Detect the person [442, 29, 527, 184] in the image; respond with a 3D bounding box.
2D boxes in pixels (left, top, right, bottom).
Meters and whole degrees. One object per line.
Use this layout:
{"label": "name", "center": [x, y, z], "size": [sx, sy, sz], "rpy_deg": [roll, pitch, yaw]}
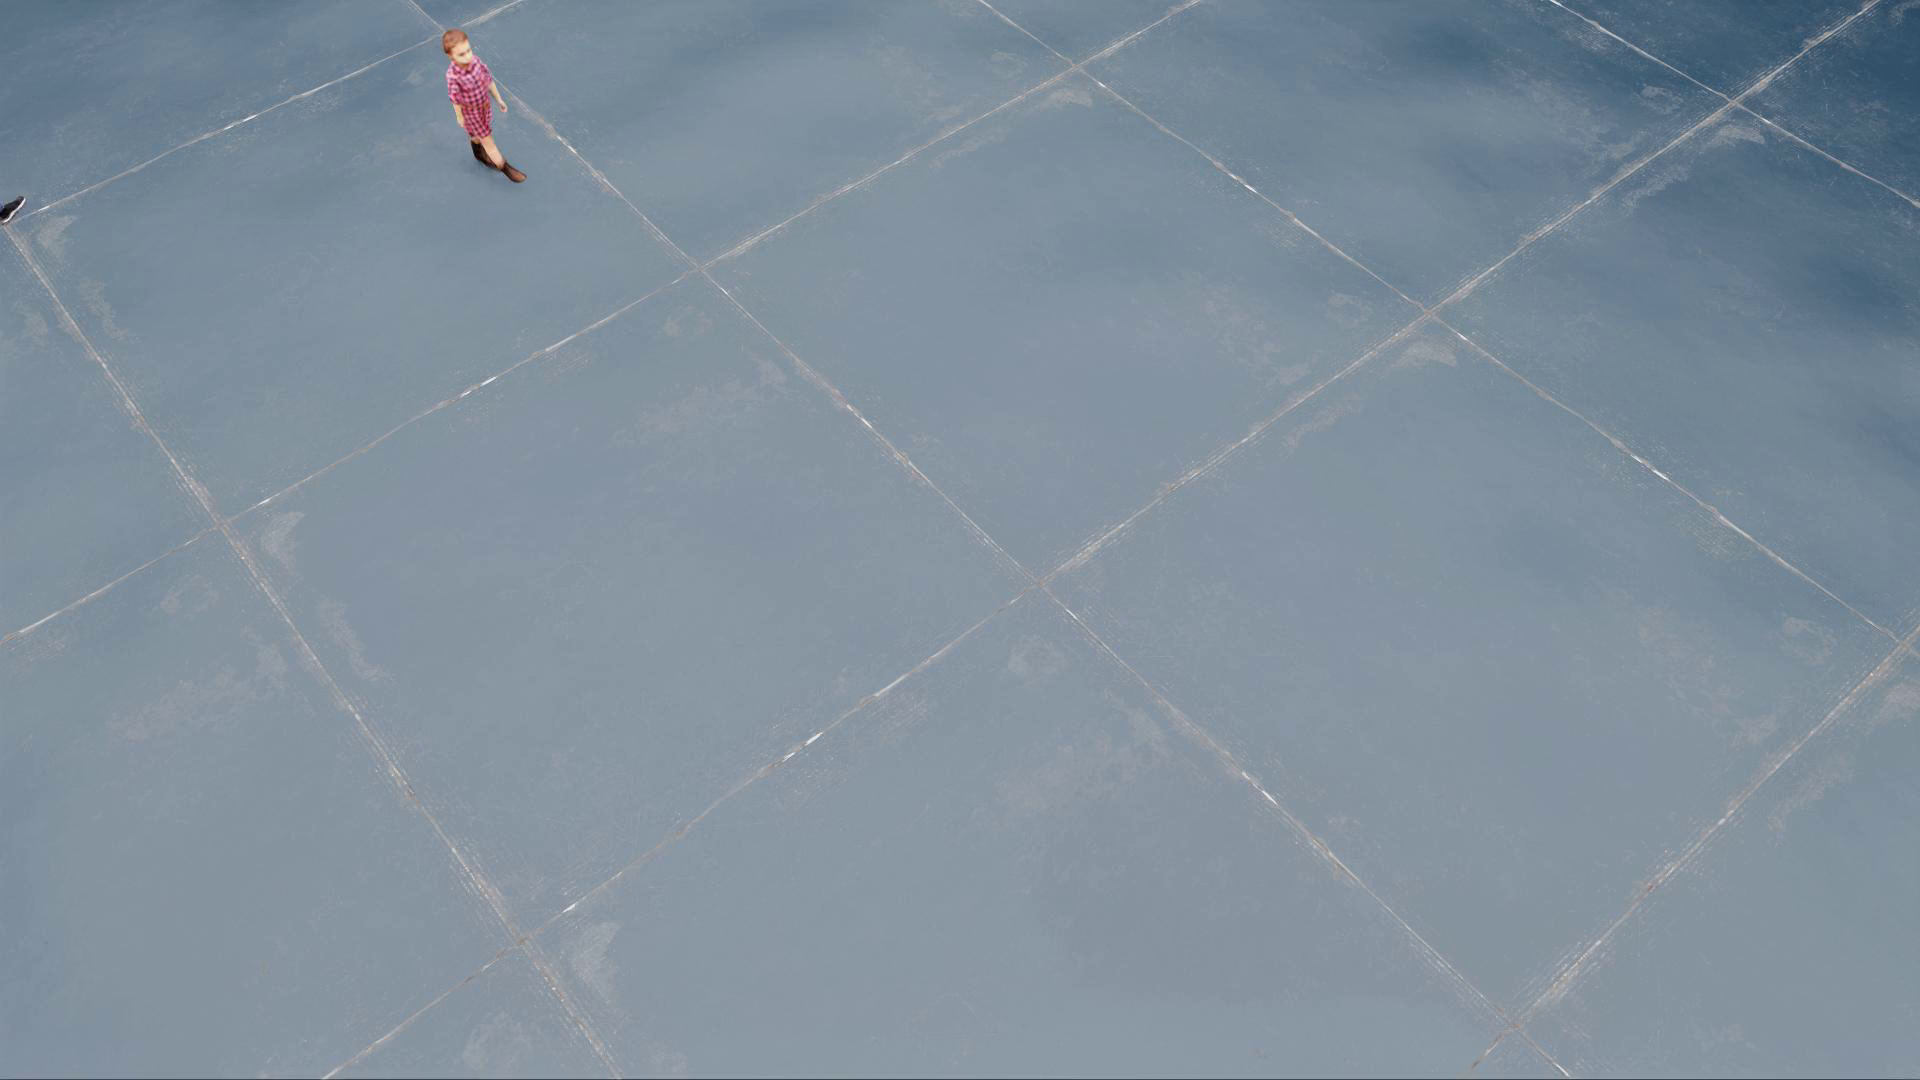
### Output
{"label": "person", "center": [-2.925, -2.626, 9.943], "size": [0.605, 0.999, 0.704], "rpy_deg": [28, 57, 20]}
